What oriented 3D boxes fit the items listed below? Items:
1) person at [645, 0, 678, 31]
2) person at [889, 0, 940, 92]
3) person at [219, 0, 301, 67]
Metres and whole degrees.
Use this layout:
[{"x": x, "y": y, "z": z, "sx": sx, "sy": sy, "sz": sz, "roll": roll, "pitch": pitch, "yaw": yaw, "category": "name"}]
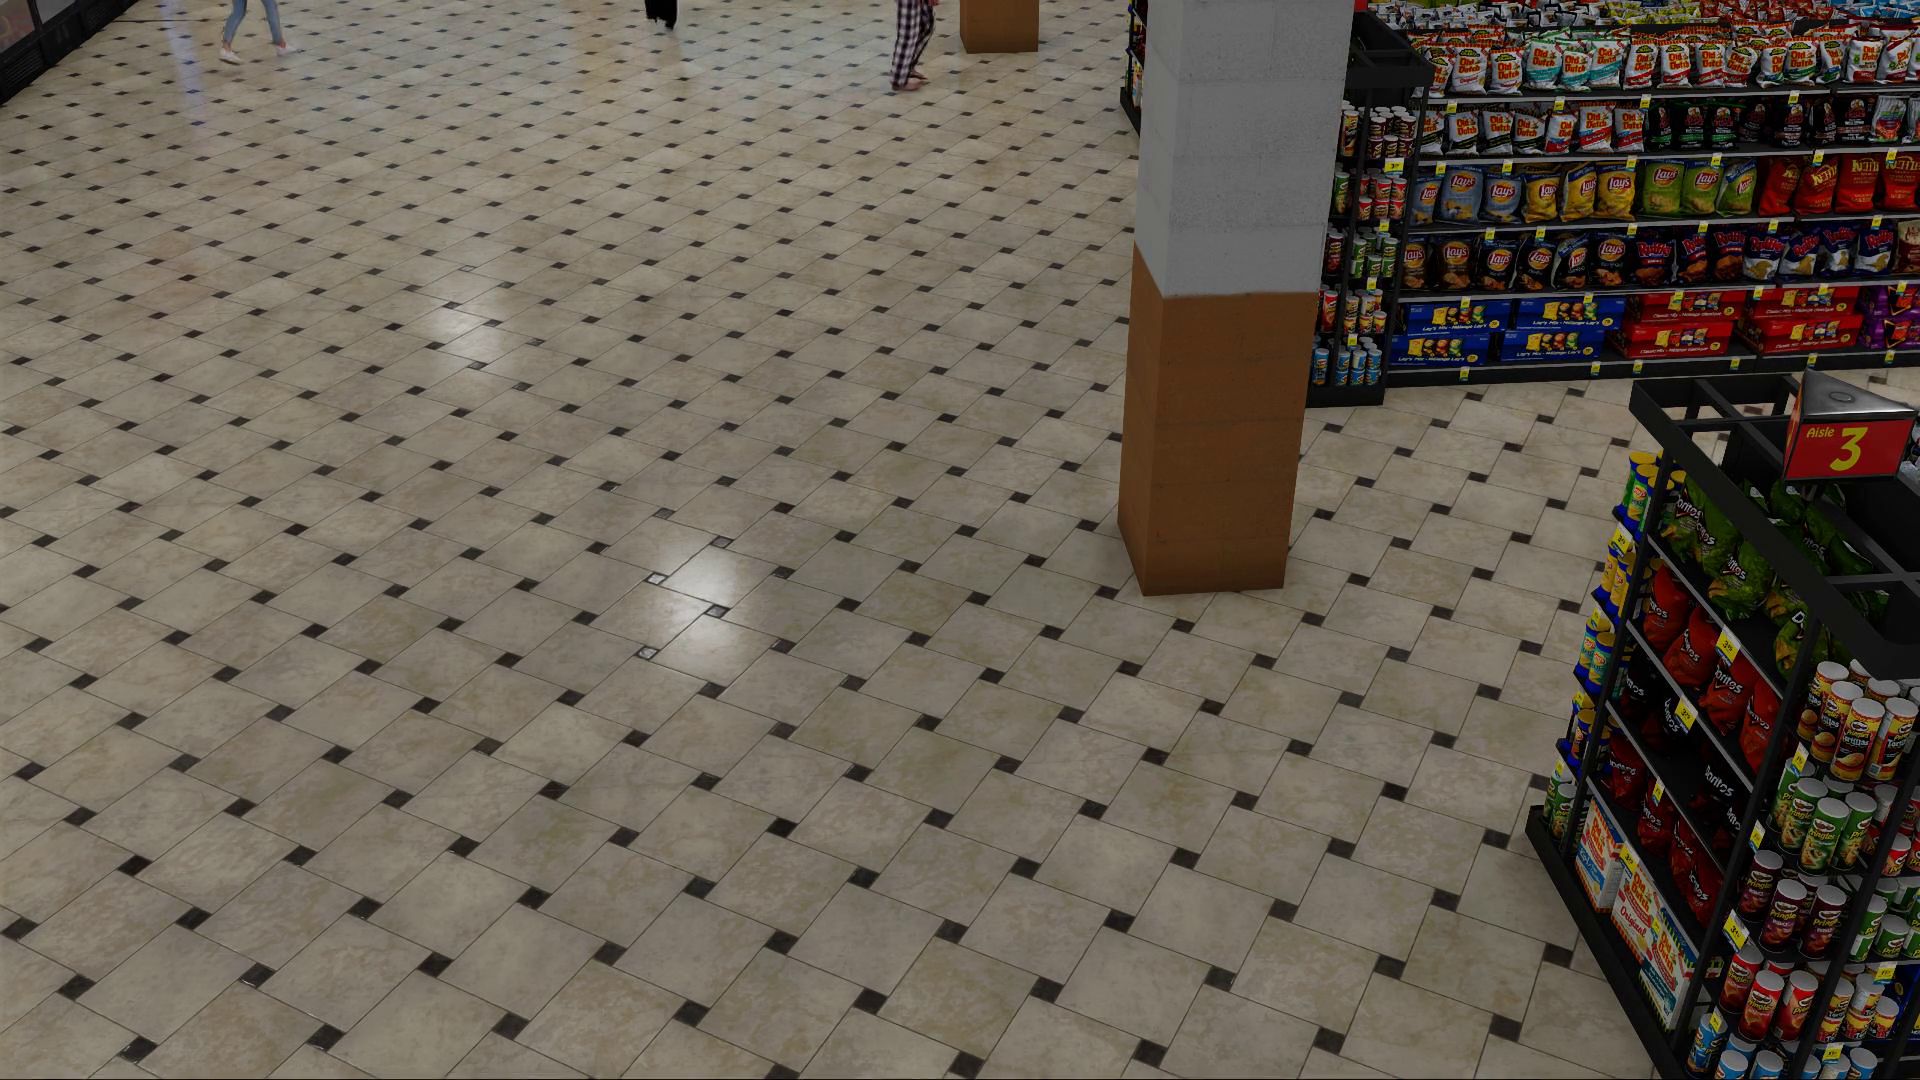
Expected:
[{"x": -2.931, "y": -5.804, "z": 16.310, "sx": 0.829, "sy": 1.579, "sz": 0.813, "roll": -14, "pitch": 35, "yaw": -22, "category": "person"}, {"x": -0.520, "y": -4.837, "z": 14.512, "sx": 0.768, "sy": 1.836, "sz": 0.717, "roll": -9, "pitch": 33, "yaw": -13, "category": "person"}, {"x": -6.599, "y": -5.114, "z": 15.210, "sx": 1.114, "sy": 1.568, "sz": 1.070, "roll": 16, "pitch": 35, "yaw": 24, "category": "person"}]
